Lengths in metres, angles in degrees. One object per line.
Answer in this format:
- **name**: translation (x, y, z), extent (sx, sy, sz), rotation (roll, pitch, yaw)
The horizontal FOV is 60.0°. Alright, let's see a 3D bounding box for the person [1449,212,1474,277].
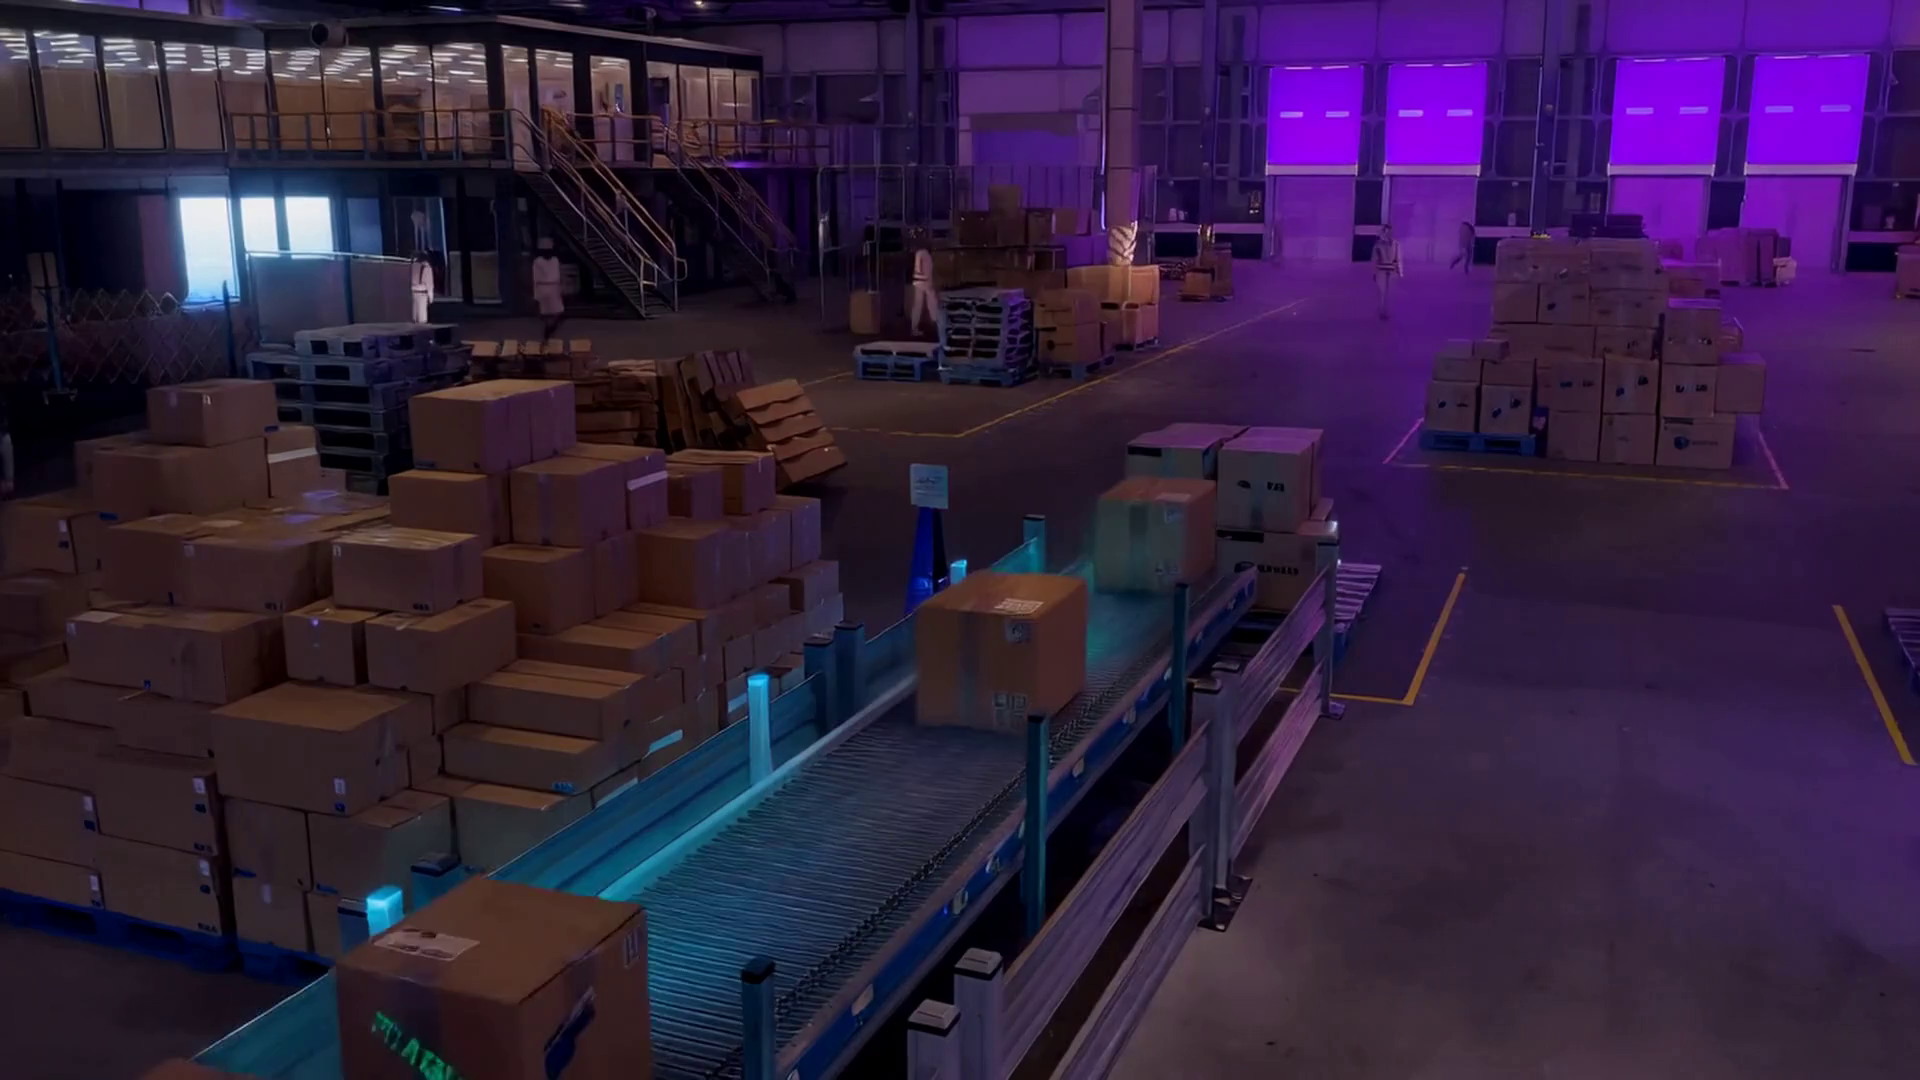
- **person**: translation (14.274, -8.374, 47.140), extent (0.536, 1.827, 0.629), rotation (8, 15, 31)

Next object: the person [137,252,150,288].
- **person**: translation (-19.477, -6.613, 39.766), extent (0.873, 1.597, 0.508), rotation (-4, 13, -15)

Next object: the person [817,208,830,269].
- **person**: translation (-4.192, -9.181, 50.708), extent (0.508, 1.846, 0.345), rotation (-9, 16, -36)

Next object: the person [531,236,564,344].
- **person**: translation (-6.873, -4.087, 27.692), extent (0.473, 1.918, 0.562), rotation (11, 16, 40)

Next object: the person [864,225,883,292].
- **person**: translation (-1.765, -5.431, 33.748), extent (0.397, 1.911, 0.587), rotation (0, 13, 2)

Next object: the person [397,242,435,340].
- **person**: translation (-8.814, -3.903, 26.992), extent (0.589, 1.864, 0.652), rotation (1, 13, 5)

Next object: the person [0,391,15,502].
- **person**: translation (-6.698, -0.420, 11.239), extent (0.557, 1.915, 0.579), rotation (-4, 13, -19)

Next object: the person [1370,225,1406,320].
- **person**: translation (8.678, -5.422, 33.739), extent (0.620, 1.893, 1.023), rotation (-2, 13, -7)

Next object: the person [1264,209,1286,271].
- **person**: translation (9.504, -9.005, 49.926), extent (0.601, 1.855, 0.521), rotation (12, 17, 43)

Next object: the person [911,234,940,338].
- **person**: translation (-0.513, -4.575, 30.027), extent (0.869, 1.850, 0.606), rotation (-4, 13, -19)
